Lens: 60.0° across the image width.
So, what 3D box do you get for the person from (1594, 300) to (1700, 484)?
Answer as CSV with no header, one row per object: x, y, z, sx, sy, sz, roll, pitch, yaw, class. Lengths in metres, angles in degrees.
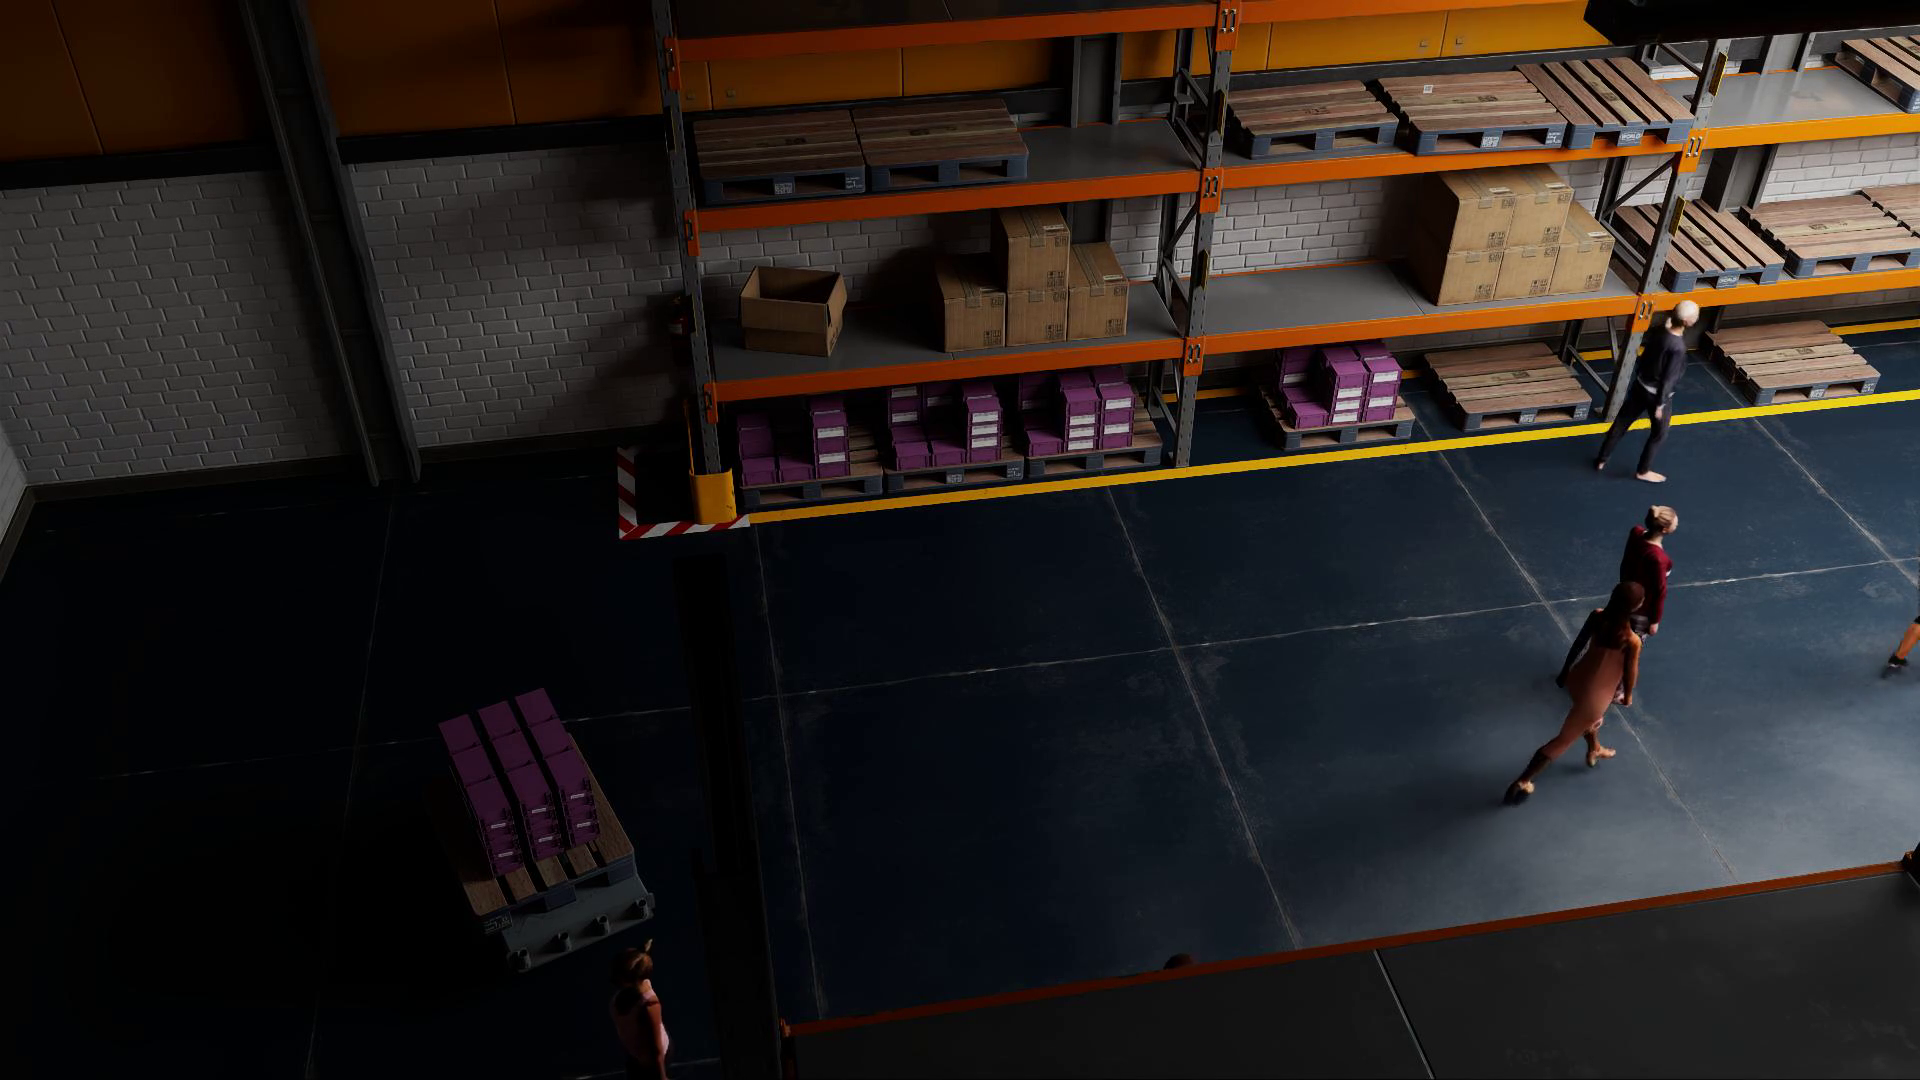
5.712,-1.251,13.833,0.728,1.703,0.690,-13,41,-16,person

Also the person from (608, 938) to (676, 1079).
-1.603,2.708,8.936,0.945,1.627,0.725,-18,42,-21,person

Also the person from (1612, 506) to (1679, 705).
4.767,0.435,11.727,0.480,1.696,0.608,-6,39,-8,person

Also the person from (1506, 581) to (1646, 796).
4.054,1.039,10.908,1.179,1.775,0.722,-15,41,-17,person
